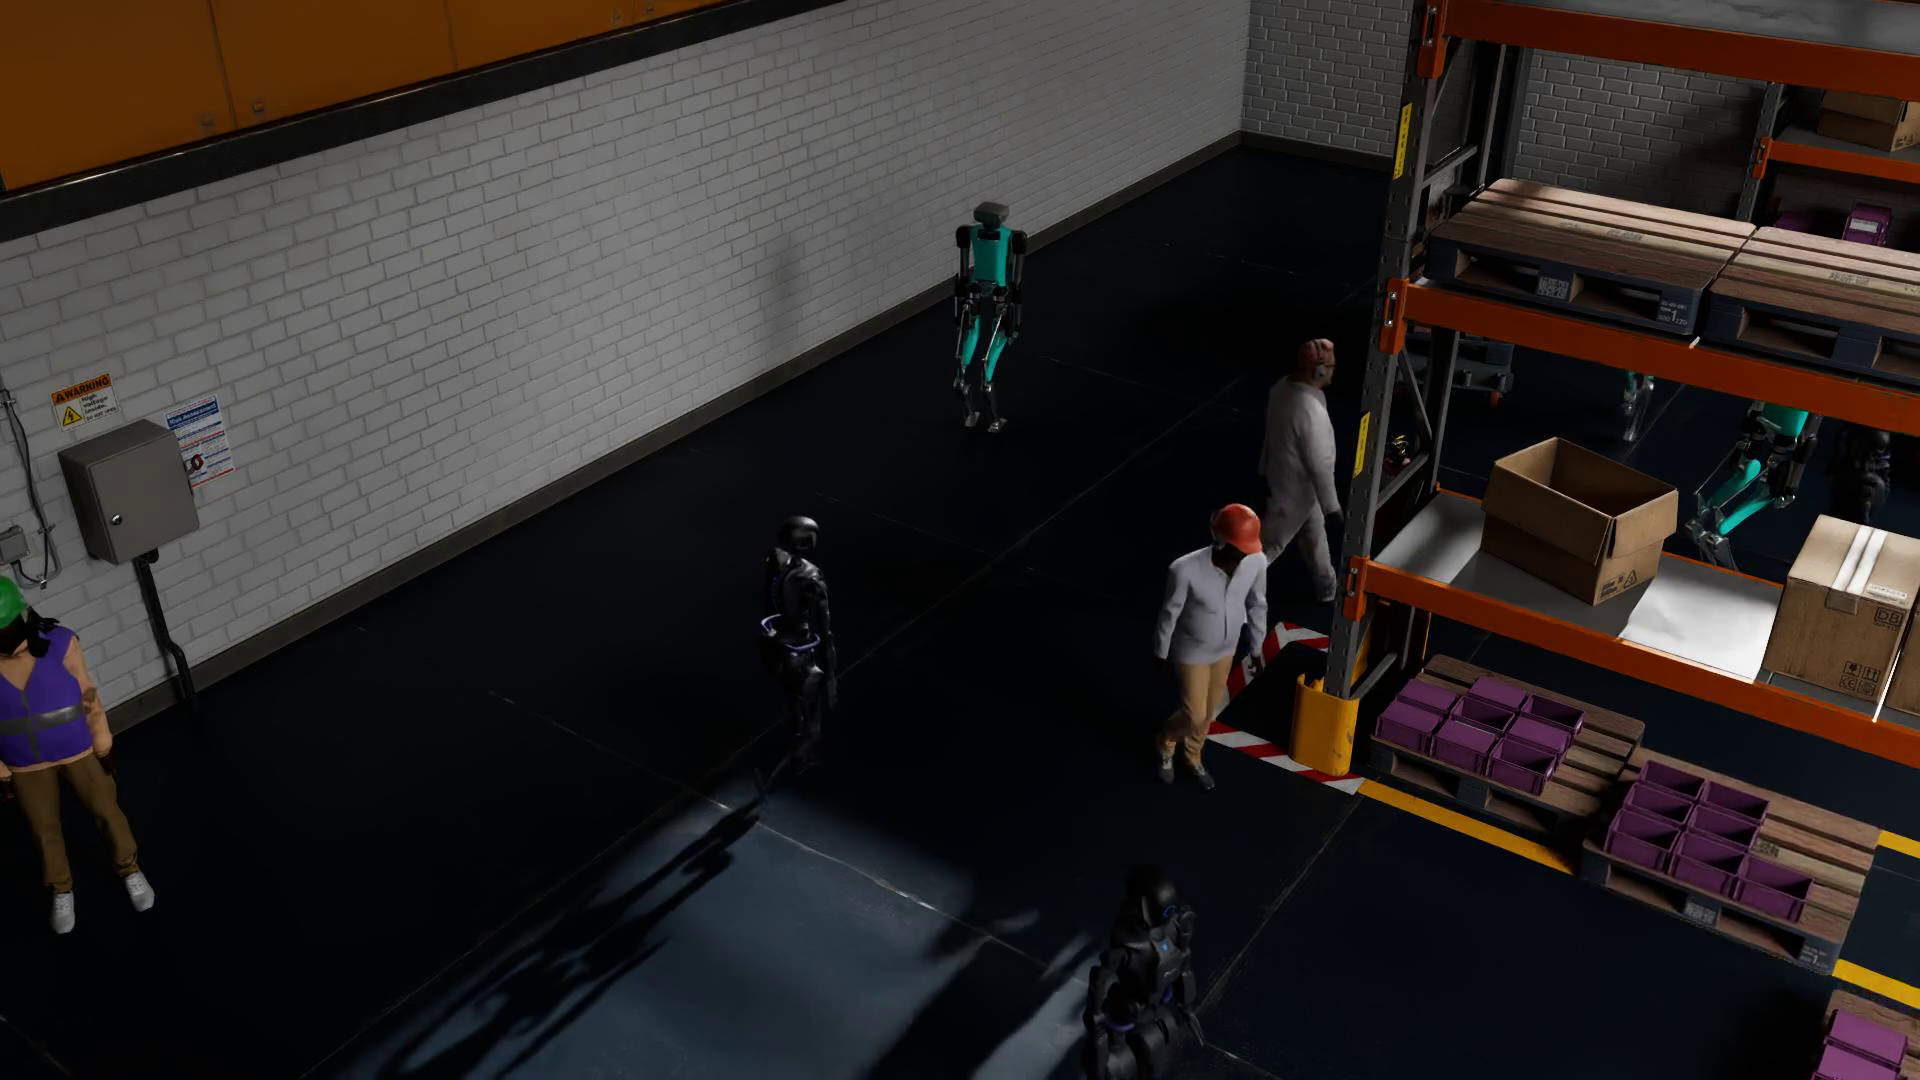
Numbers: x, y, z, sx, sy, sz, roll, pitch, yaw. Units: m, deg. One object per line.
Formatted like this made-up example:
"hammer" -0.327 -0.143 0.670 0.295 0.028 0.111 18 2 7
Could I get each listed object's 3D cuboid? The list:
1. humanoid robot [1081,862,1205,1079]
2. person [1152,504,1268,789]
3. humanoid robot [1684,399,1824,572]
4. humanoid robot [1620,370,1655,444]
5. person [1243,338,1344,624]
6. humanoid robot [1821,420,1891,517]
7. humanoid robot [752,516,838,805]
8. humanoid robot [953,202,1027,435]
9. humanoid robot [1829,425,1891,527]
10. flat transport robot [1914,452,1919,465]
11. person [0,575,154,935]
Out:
"humanoid robot" 0.684 1.884 6.356 0.598 1.652 0.322 -24 38 -35
"person" 1.308 0.566 8.599 0.578 1.720 0.429 -15 33 -24
"humanoid robot" 4.798 -0.437 10.194 0.735 1.677 0.533 -10 31 -17
"humanoid robot" 5.000 -1.508 12.206 0.562 1.740 1.007 9 31 16
"person" 2.045 -0.334 10.035 1.013 1.852 0.642 -1 30 -2
"humanoid robot" 5.629 -0.430 10.385 0.418 1.645 0.596 4 30 7
"humanoid robot" -0.911 0.609 8.585 0.554 1.643 0.602 -23 37 -34
"humanoid robot" 0.158 -1.573 12.201 0.532 1.694 0.716 8 31 14
"humanoid robot" 5.052 0.140 9.389 0.439 1.644 0.605 10 31 16
"flat transport robot" 7.678 -0.454 11.827 0.659 0.231 1.431 -22 37 -33
"person" -4.216 0.972 7.705 0.532 1.923 0.442 -14 33 -22
